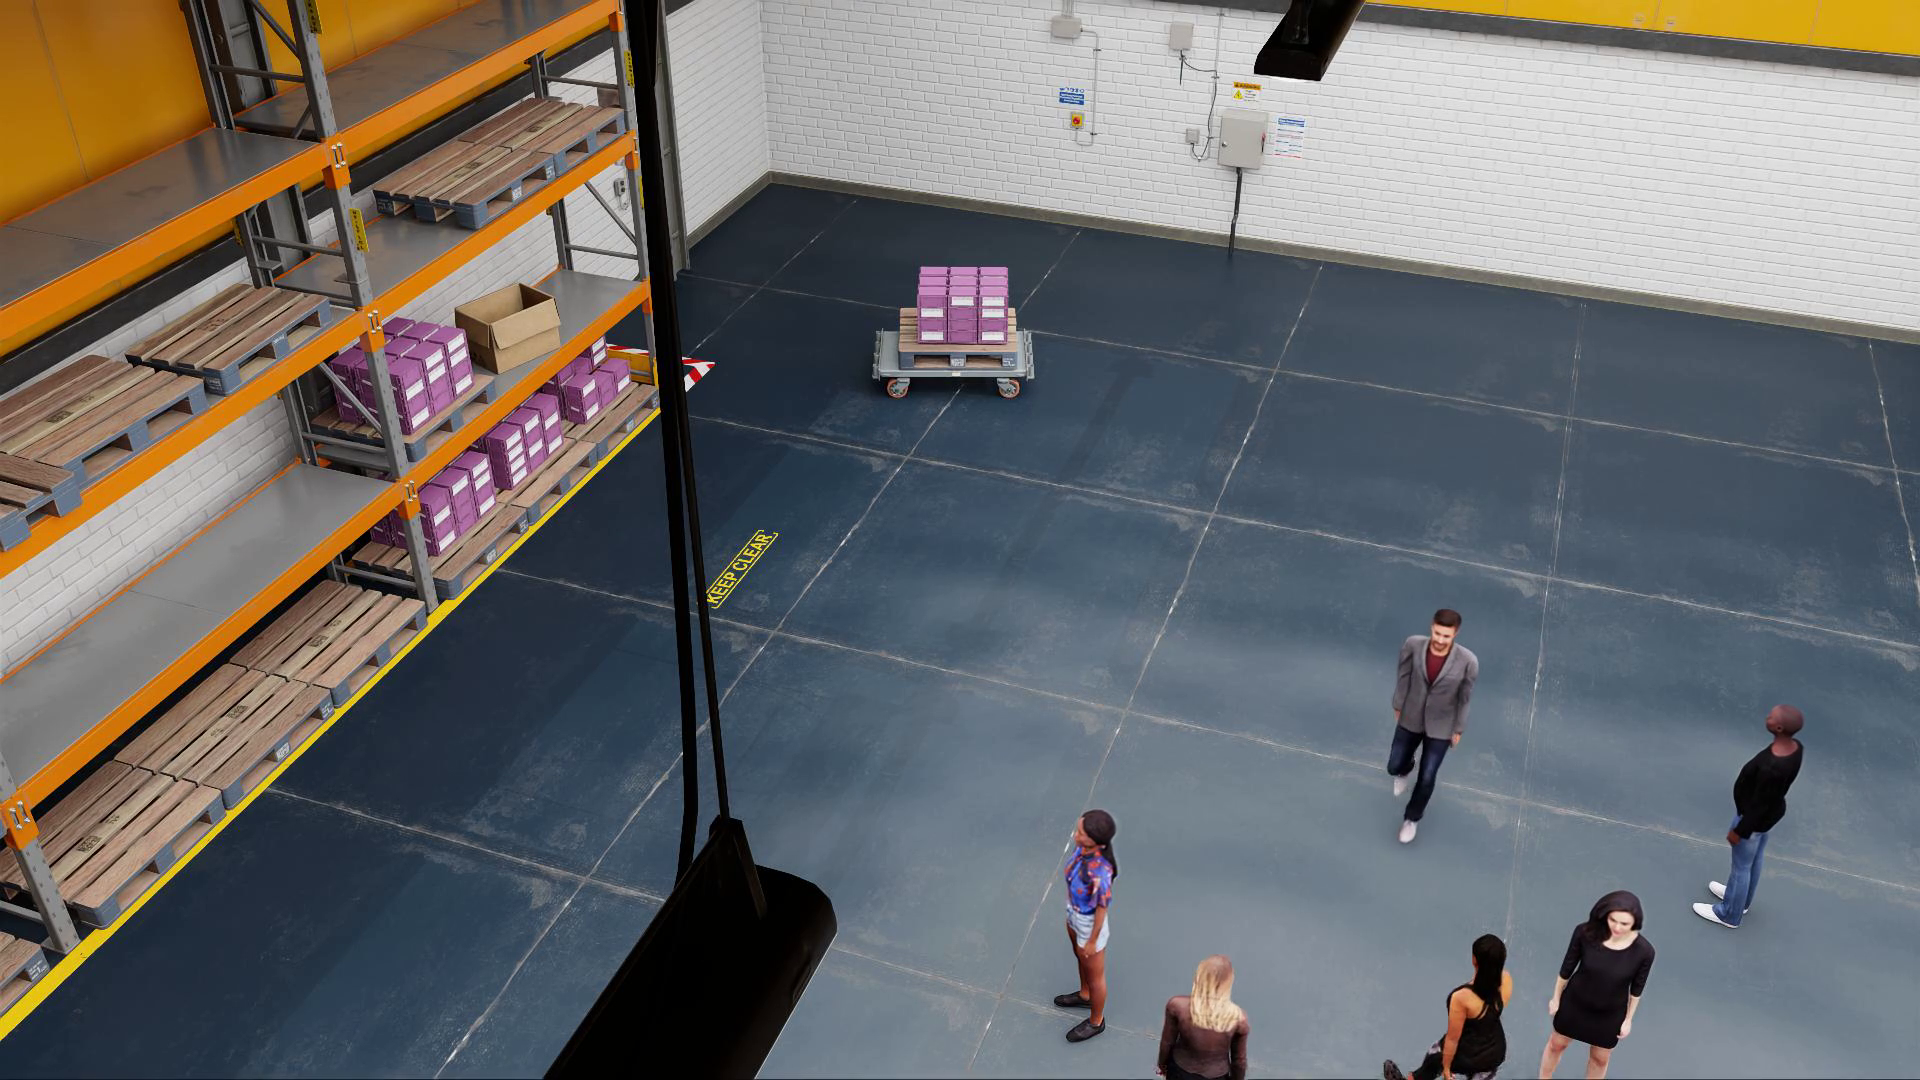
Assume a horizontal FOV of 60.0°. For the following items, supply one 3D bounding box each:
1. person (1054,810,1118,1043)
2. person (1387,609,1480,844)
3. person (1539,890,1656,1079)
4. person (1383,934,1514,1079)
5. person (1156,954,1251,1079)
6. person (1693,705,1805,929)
[{"bbox_3d":[0.764,2.268,9.876,0.731,1.743,0.628,-7,34,-11],"label":"person"},{"bbox_3d":[3.211,1.206,11.372,0.750,1.857,0.919,16,37,23],"label":"person"},{"bbox_3d":[3.532,2.624,9.285,0.604,1.806,0.511,15,37,21],"label":"person"},{"bbox_3d":[2.854,2.850,9.096,0.987,1.639,1.083,-13,36,-19],"label":"person"},{"bbox_3d":[1.276,2.941,8.916,0.688,1.686,0.879,7,34,10],"label":"person"},{"bbox_3d":[5.111,1.762,10.632,0.616,1.749,0.735,-28,43,-35],"label":"person"}]
